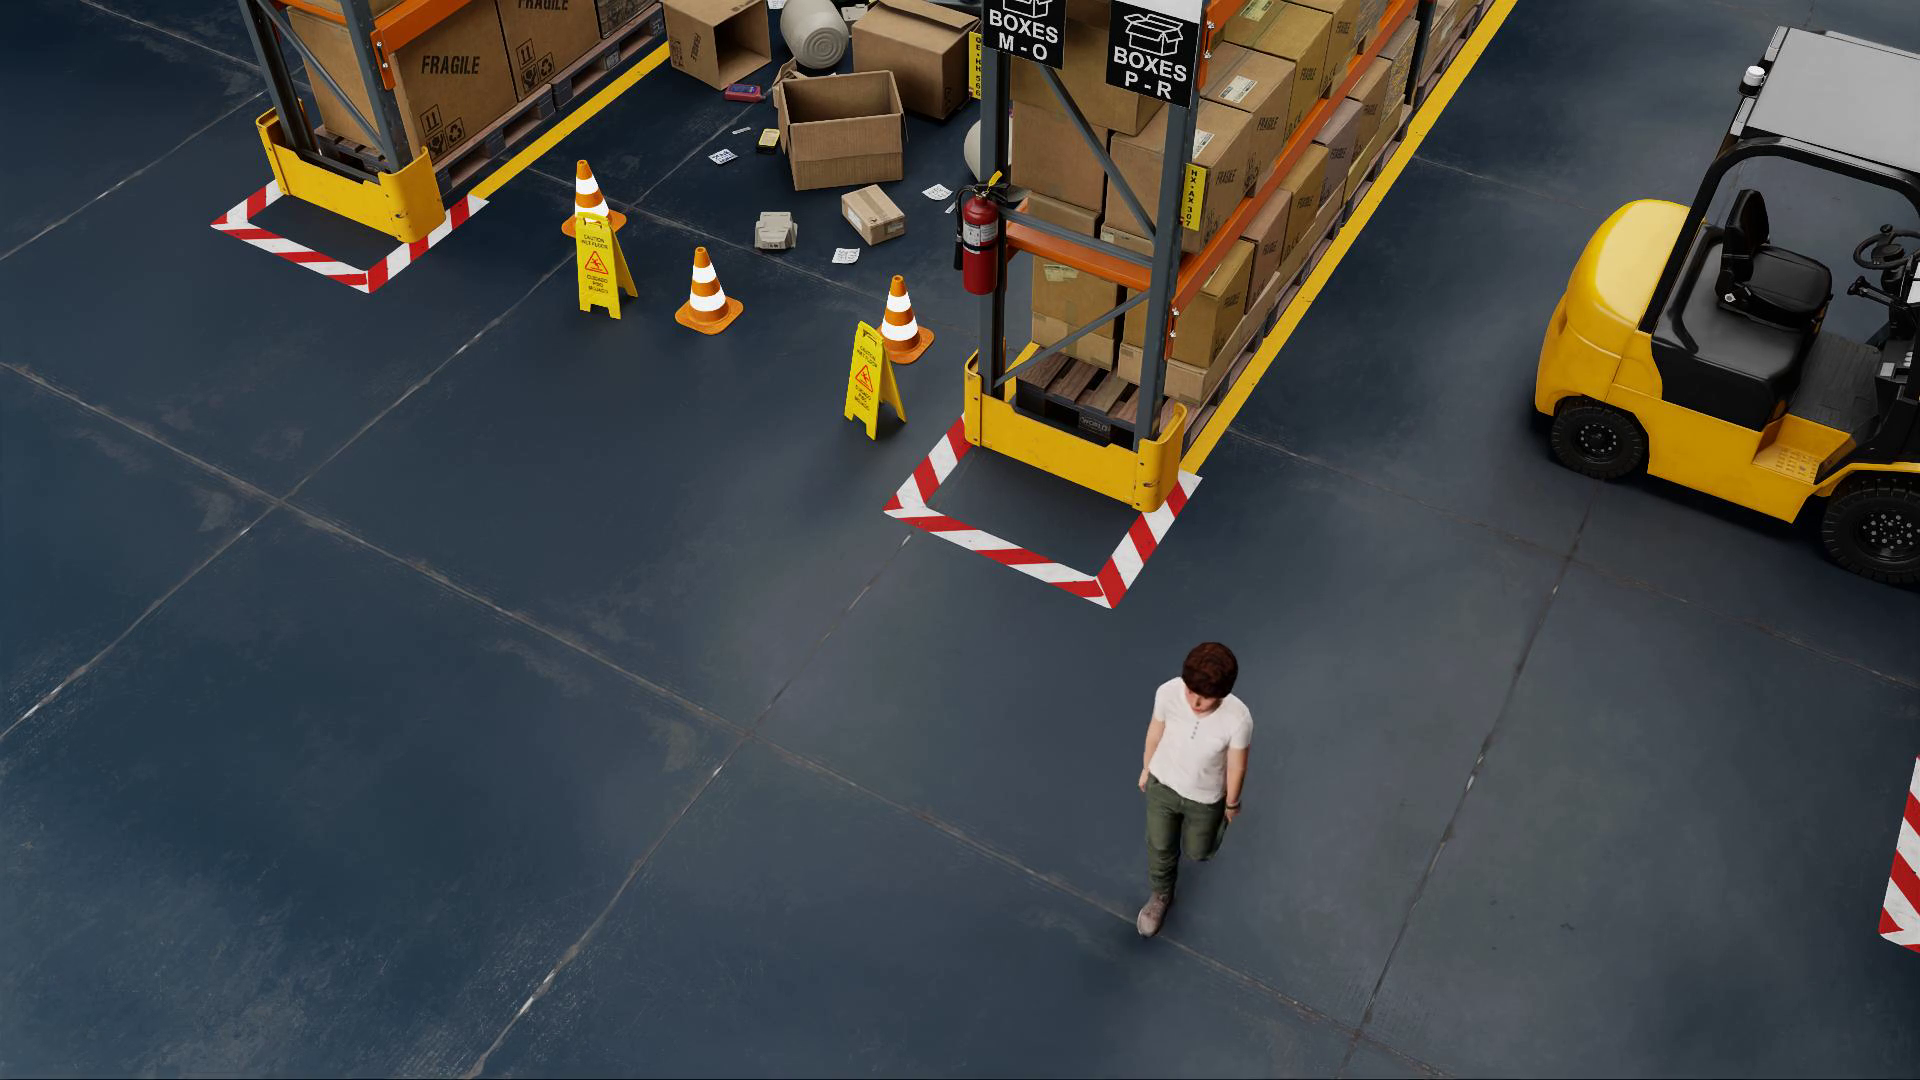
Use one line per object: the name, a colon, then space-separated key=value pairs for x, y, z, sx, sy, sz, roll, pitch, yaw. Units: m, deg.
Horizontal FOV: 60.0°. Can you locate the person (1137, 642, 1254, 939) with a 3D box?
person: x=0.939 y=0.917 z=6.605 sx=0.568 sy=1.641 sz=0.886 roll=22 pitch=51 yaw=19
